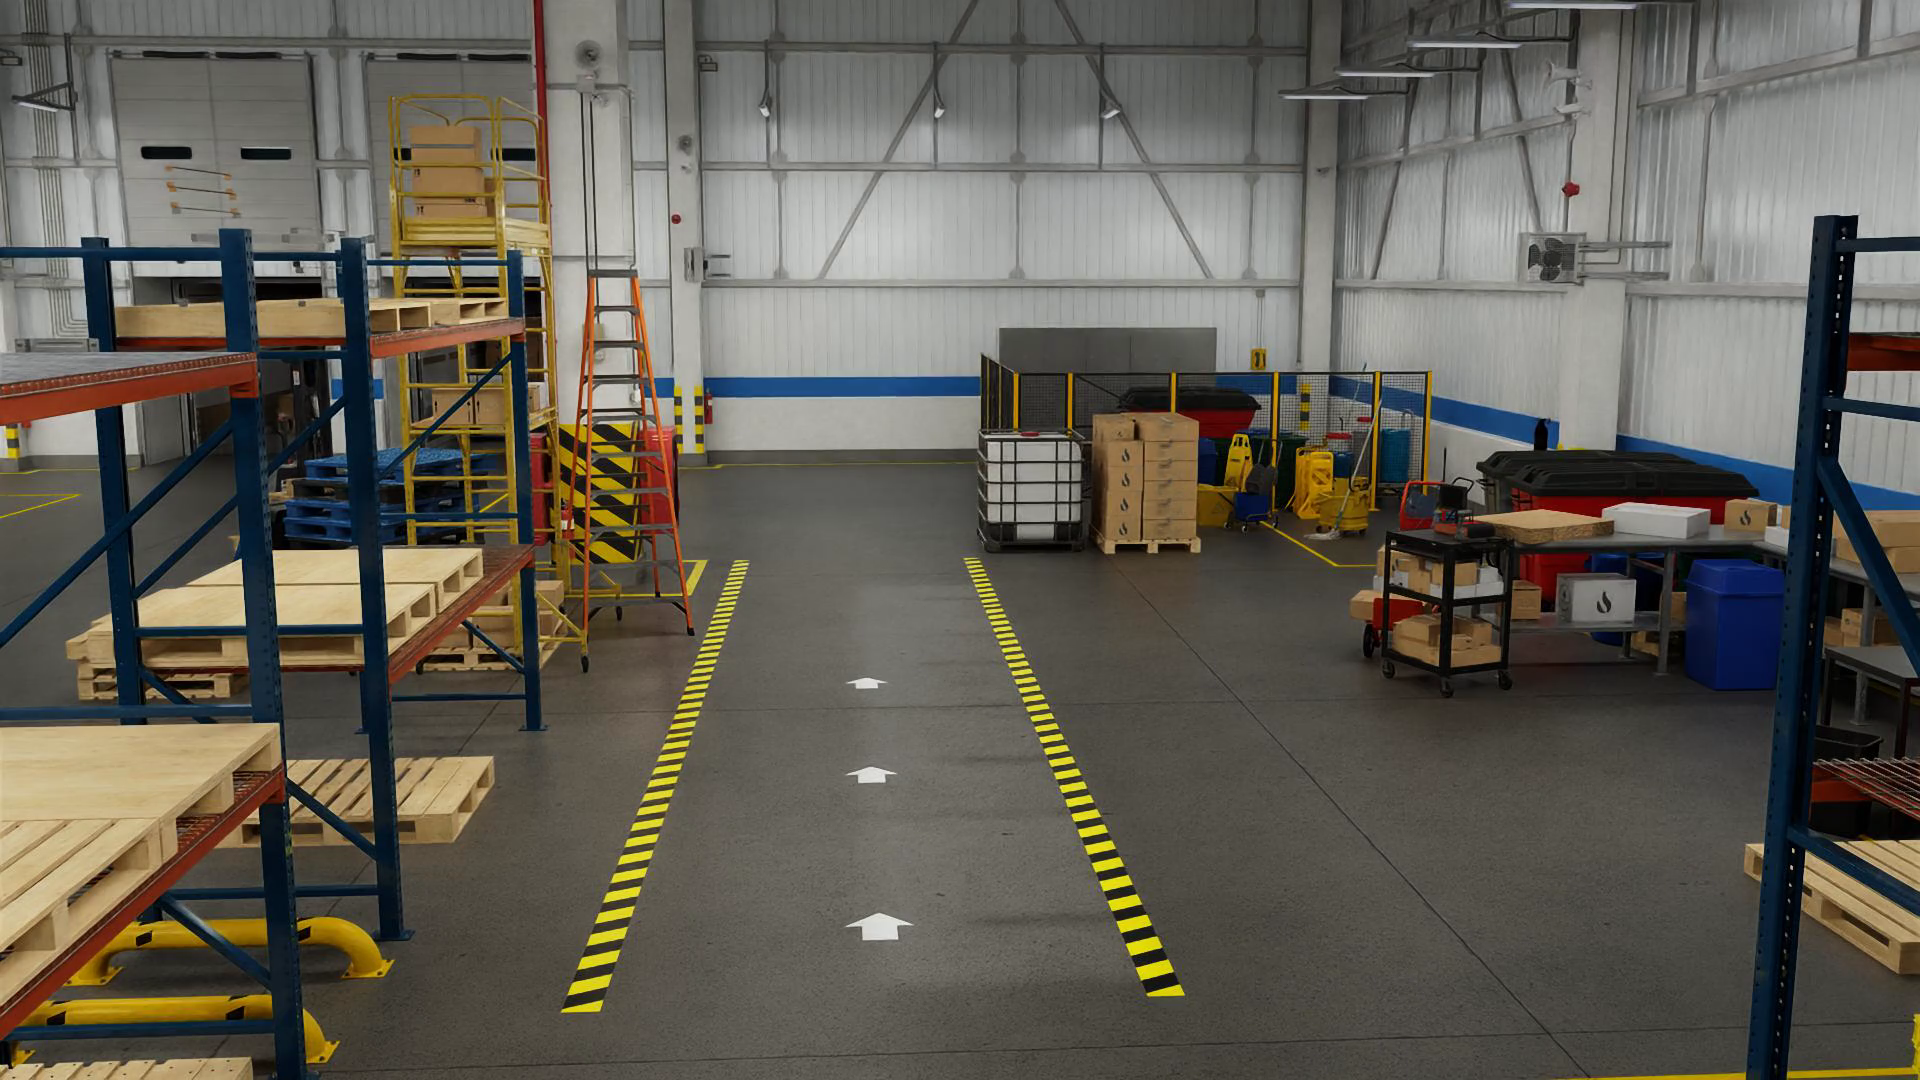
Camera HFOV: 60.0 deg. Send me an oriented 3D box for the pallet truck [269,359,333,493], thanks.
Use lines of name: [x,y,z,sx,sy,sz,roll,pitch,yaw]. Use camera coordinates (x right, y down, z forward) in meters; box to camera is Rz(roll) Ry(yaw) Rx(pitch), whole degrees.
pallet truck: [-7.062,-1.131,18.996,1.885,1.965,0.823,2,9,13]
